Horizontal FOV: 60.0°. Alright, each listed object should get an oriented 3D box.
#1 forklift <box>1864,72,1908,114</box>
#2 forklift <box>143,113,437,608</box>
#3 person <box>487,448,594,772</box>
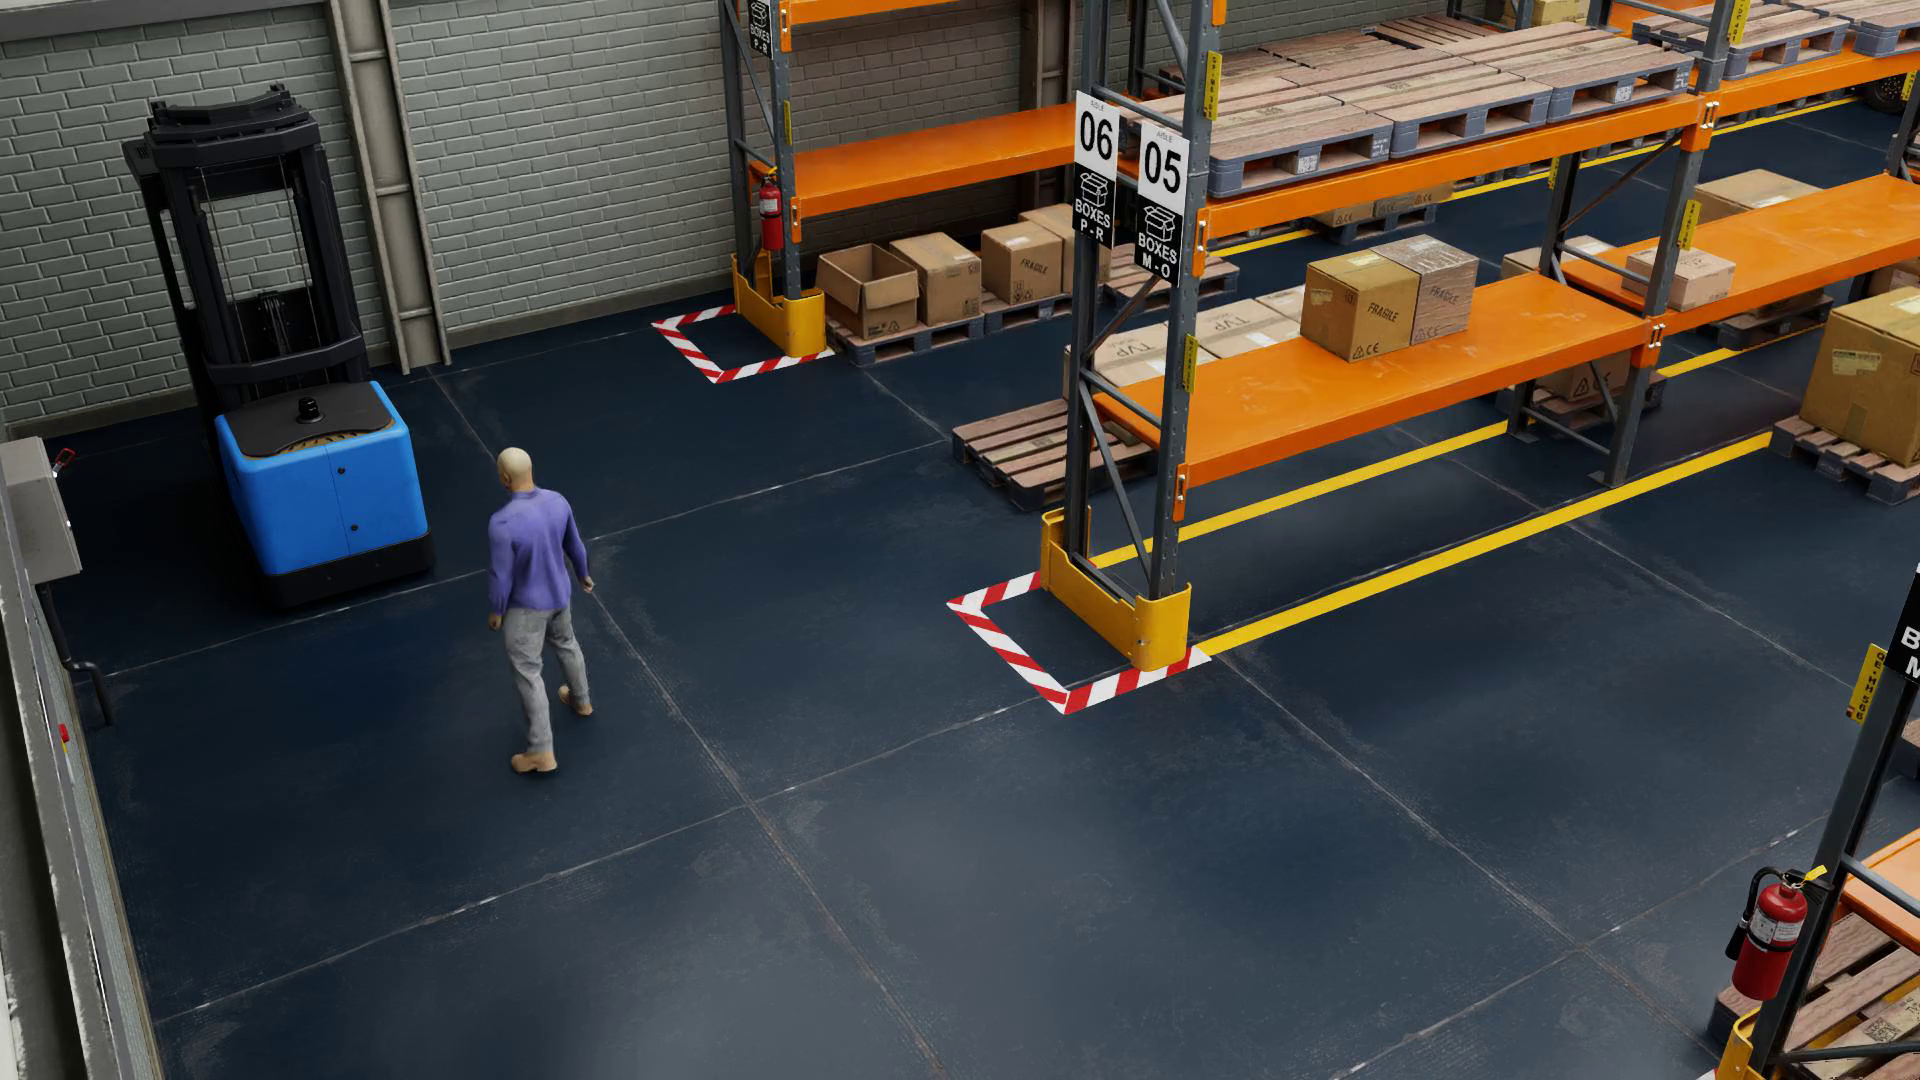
[{"bbox_3d":[11.468,-5.645,18.244,1.214,2.155,2.313,-17,36,-26],"label":"forklift"},{"bbox_3d":[-4.289,-1.259,10.509,1.129,2.768,1.873,-17,36,-26],"label":"forklift"},{"bbox_3d":[-2.260,0.350,8.956,0.527,1.768,0.796,19,36,27],"label":"person"}]
